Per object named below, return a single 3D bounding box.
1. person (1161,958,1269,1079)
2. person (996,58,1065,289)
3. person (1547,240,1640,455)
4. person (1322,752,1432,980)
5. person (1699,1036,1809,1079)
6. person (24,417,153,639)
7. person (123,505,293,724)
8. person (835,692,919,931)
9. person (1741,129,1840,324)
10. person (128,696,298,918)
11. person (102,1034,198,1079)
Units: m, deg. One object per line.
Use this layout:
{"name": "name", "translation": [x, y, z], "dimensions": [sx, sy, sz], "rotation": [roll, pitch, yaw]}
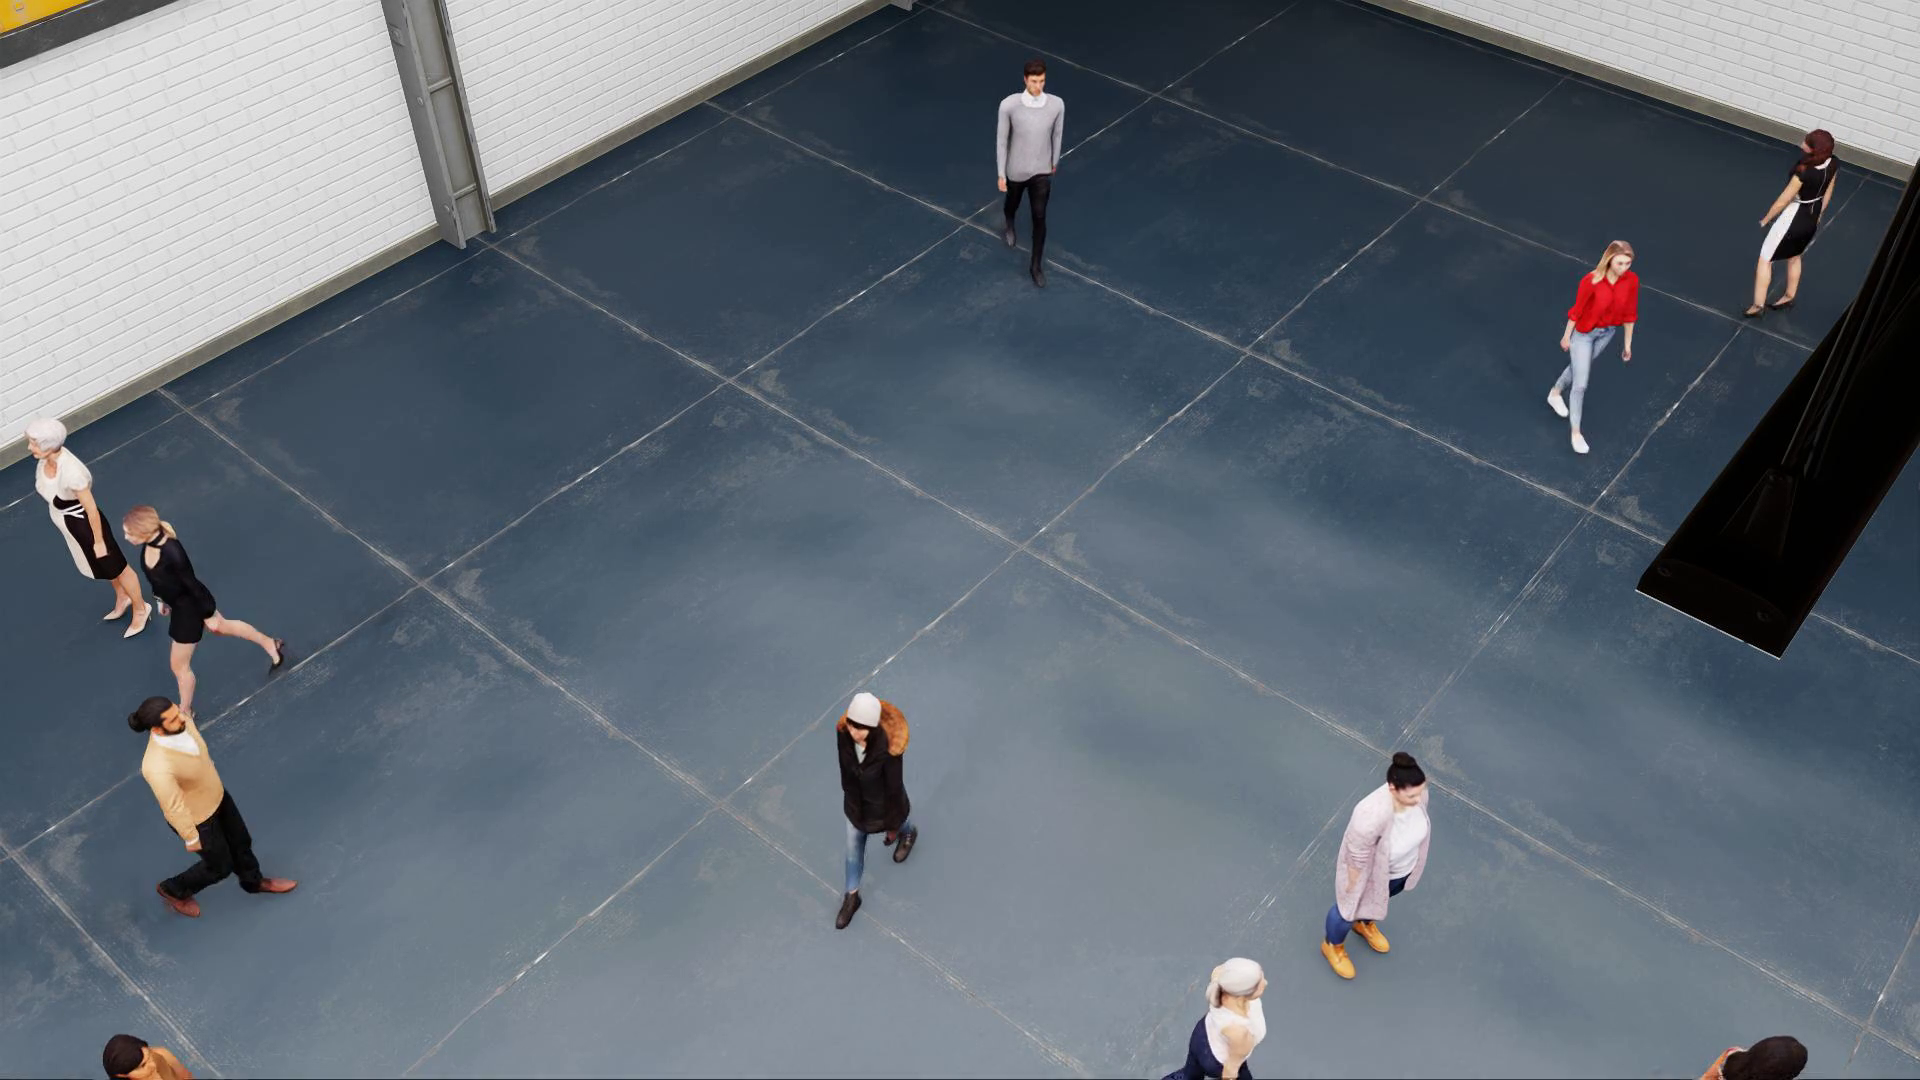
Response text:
{"name": "person", "translation": [1.177, 2.531, 8.126], "dimensions": [1.163, 1.679, 1.051], "rotation": [-7, 44, -7]}
{"name": "person", "translation": [0.546, -3.180, 13.948], "dimensions": [1.226, 1.919, 1.292], "rotation": [-3, 44, -3]}
{"name": "person", "translation": [4.694, -1.567, 12.436], "dimensions": [1.053, 1.668, 1.070], "rotation": [-8, 44, -8]}
{"name": "person", "translation": [2.244, 1.708, 8.943], "dimensions": [0.645, 1.744, 0.797], "rotation": [-27, 50, -25]}
{"name": "person", "translation": [3.547, 2.825, 7.850], "dimensions": [0.783, 1.635, 0.769], "rotation": [-18, 46, -18]}
{"name": "person", "translation": [-5.667, -0.090, 10.822], "dimensions": [0.620, 1.756, 0.523], "rotation": [32, 52, 29]}
{"name": "person", "translation": [-4.703, 0.409, 10.327], "dimensions": [0.619, 1.717, 1.141], "rotation": [32, 52, 29]}
{"name": "person", "translation": [-0.436, 1.410, 9.362], "dimensions": [0.804, 1.598, 1.107], "rotation": [17, 46, 17]}
{"name": "person", "translation": [6.669, -2.481, 13.327], "dimensions": [0.690, 1.763, 0.817], "rotation": [-4, 44, -4]}
{"name": "person", "translation": [-4.268, 1.487, 9.177], "dimensions": [1.051, 1.741, 0.989], "rotation": [-4, 44, -4]}
{"name": "person", "translation": [-3.771, 2.815, 7.828], "dimensions": [0.774, 1.679, 0.699], "rotation": [4, 44, 4]}
